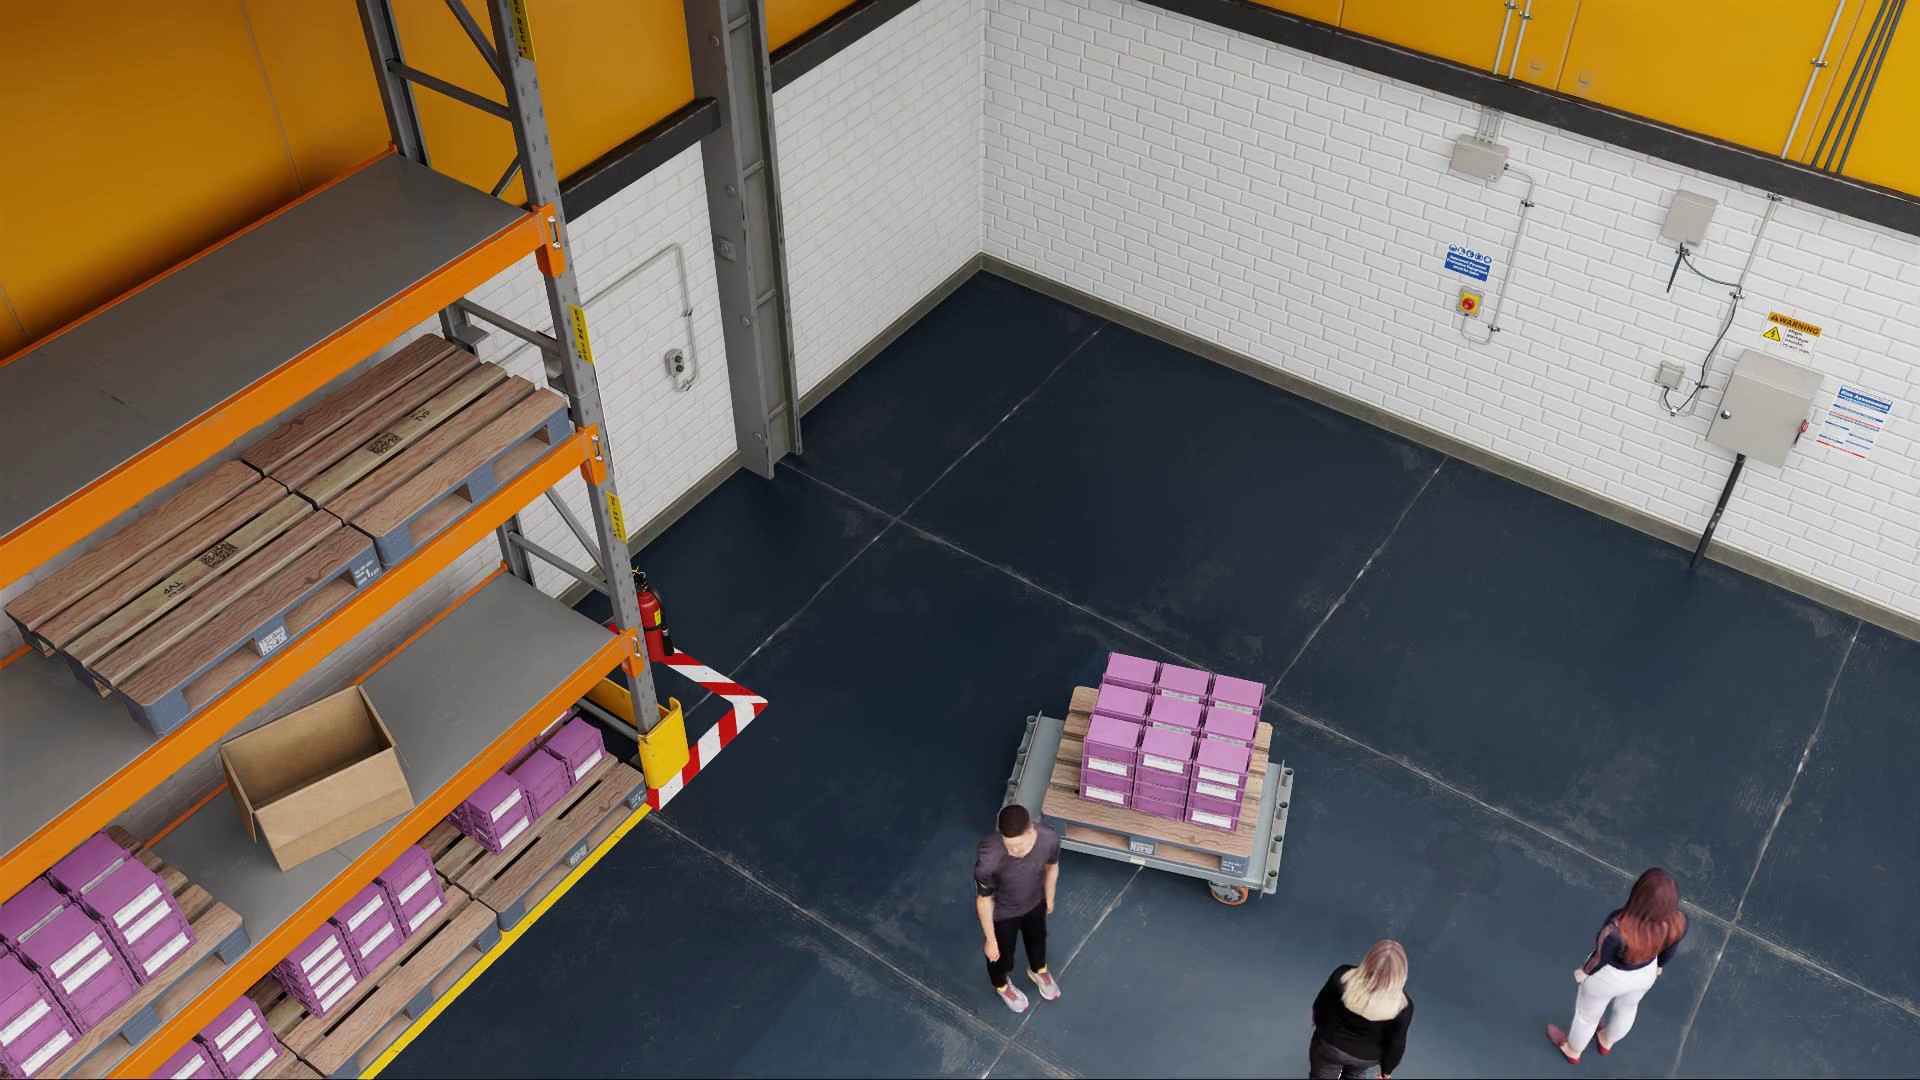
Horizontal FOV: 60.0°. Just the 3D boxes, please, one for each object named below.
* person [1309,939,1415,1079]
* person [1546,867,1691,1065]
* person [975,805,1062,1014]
[{"bbox_3d":[1.869,2.527,8.059,0.782,1.659,1.135,16,46,16],"label":"person"},{"bbox_3d":[3.357,2.180,8.460,0.693,1.607,0.753,-7,44,-7],"label":"person"},{"bbox_3d":[0.253,1.869,8.685,0.703,1.749,0.812,-27,50,-26],"label":"person"}]
